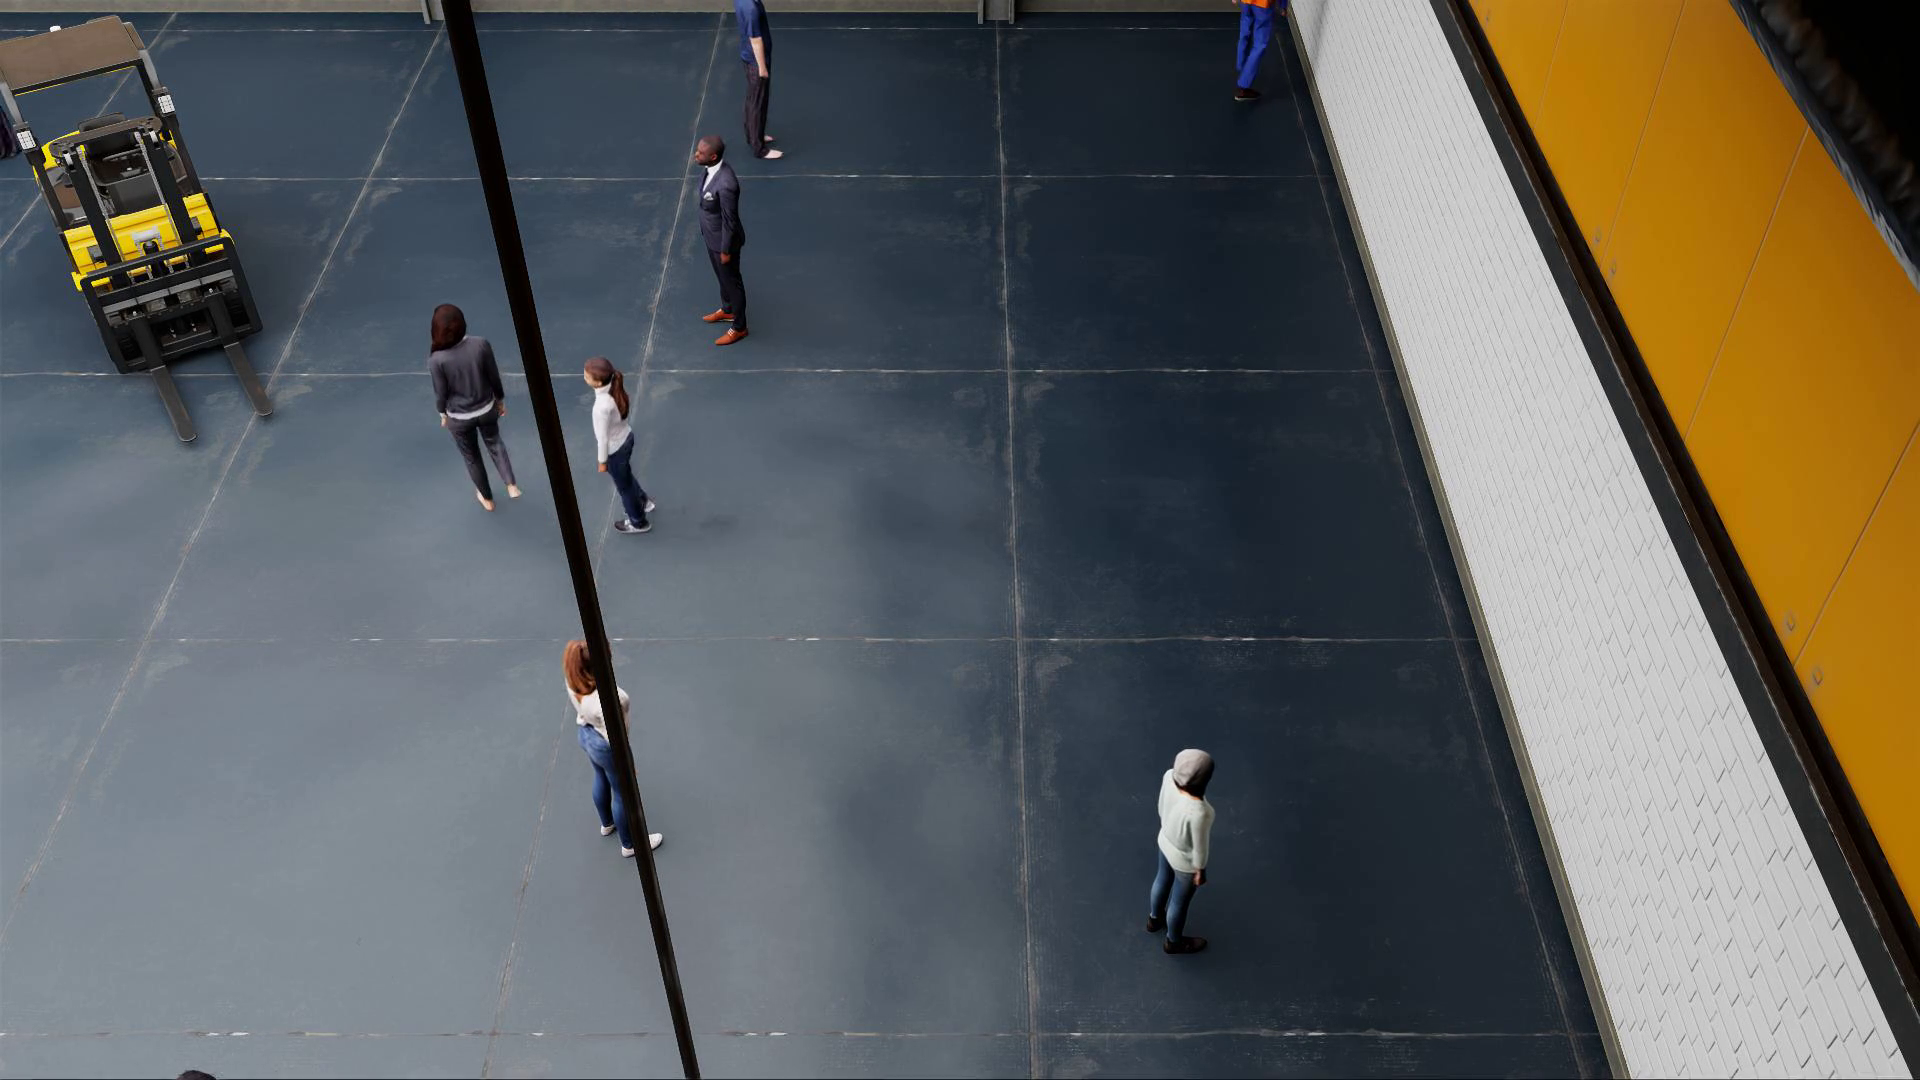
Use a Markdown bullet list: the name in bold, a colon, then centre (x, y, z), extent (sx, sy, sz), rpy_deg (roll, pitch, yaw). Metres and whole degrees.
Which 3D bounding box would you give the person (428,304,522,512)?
- **person**: centre (-3.427, -0.880, 11.801), extent (0.785, 1.758, 0.845), rpy_deg (-28, 50, -26)

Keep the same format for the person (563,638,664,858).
- **person**: centre (-2.056, 1.186, 9.652), extent (0.718, 1.731, 0.682), rpy_deg (-29, 51, -27)

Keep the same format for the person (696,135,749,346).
- **person**: centre (-1.916, -2.445, 13.396), extent (0.747, 1.824, 0.774), rpy_deg (-16, 46, -16)

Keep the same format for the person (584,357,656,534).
- **person**: centre (-2.337, -0.660, 11.725), extent (0.590, 1.544, 0.553), rpy_deg (4, 44, 4)

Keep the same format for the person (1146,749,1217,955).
- **person**: centre (1.225, 1.701, 9.175), extent (0.621, 1.644, 0.635), rpy_deg (-16, 46, -16)

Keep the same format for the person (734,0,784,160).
- **person**: centre (-1.908, -4.482, 15.501), extent (0.630, 1.869, 0.709), rpy_deg (-9, 44, -9)

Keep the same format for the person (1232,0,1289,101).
- **person**: centre (2.949, -5.234, 16.314), extent (1.019, 1.837, 1.079), rpy_deg (23, 48, 22)
